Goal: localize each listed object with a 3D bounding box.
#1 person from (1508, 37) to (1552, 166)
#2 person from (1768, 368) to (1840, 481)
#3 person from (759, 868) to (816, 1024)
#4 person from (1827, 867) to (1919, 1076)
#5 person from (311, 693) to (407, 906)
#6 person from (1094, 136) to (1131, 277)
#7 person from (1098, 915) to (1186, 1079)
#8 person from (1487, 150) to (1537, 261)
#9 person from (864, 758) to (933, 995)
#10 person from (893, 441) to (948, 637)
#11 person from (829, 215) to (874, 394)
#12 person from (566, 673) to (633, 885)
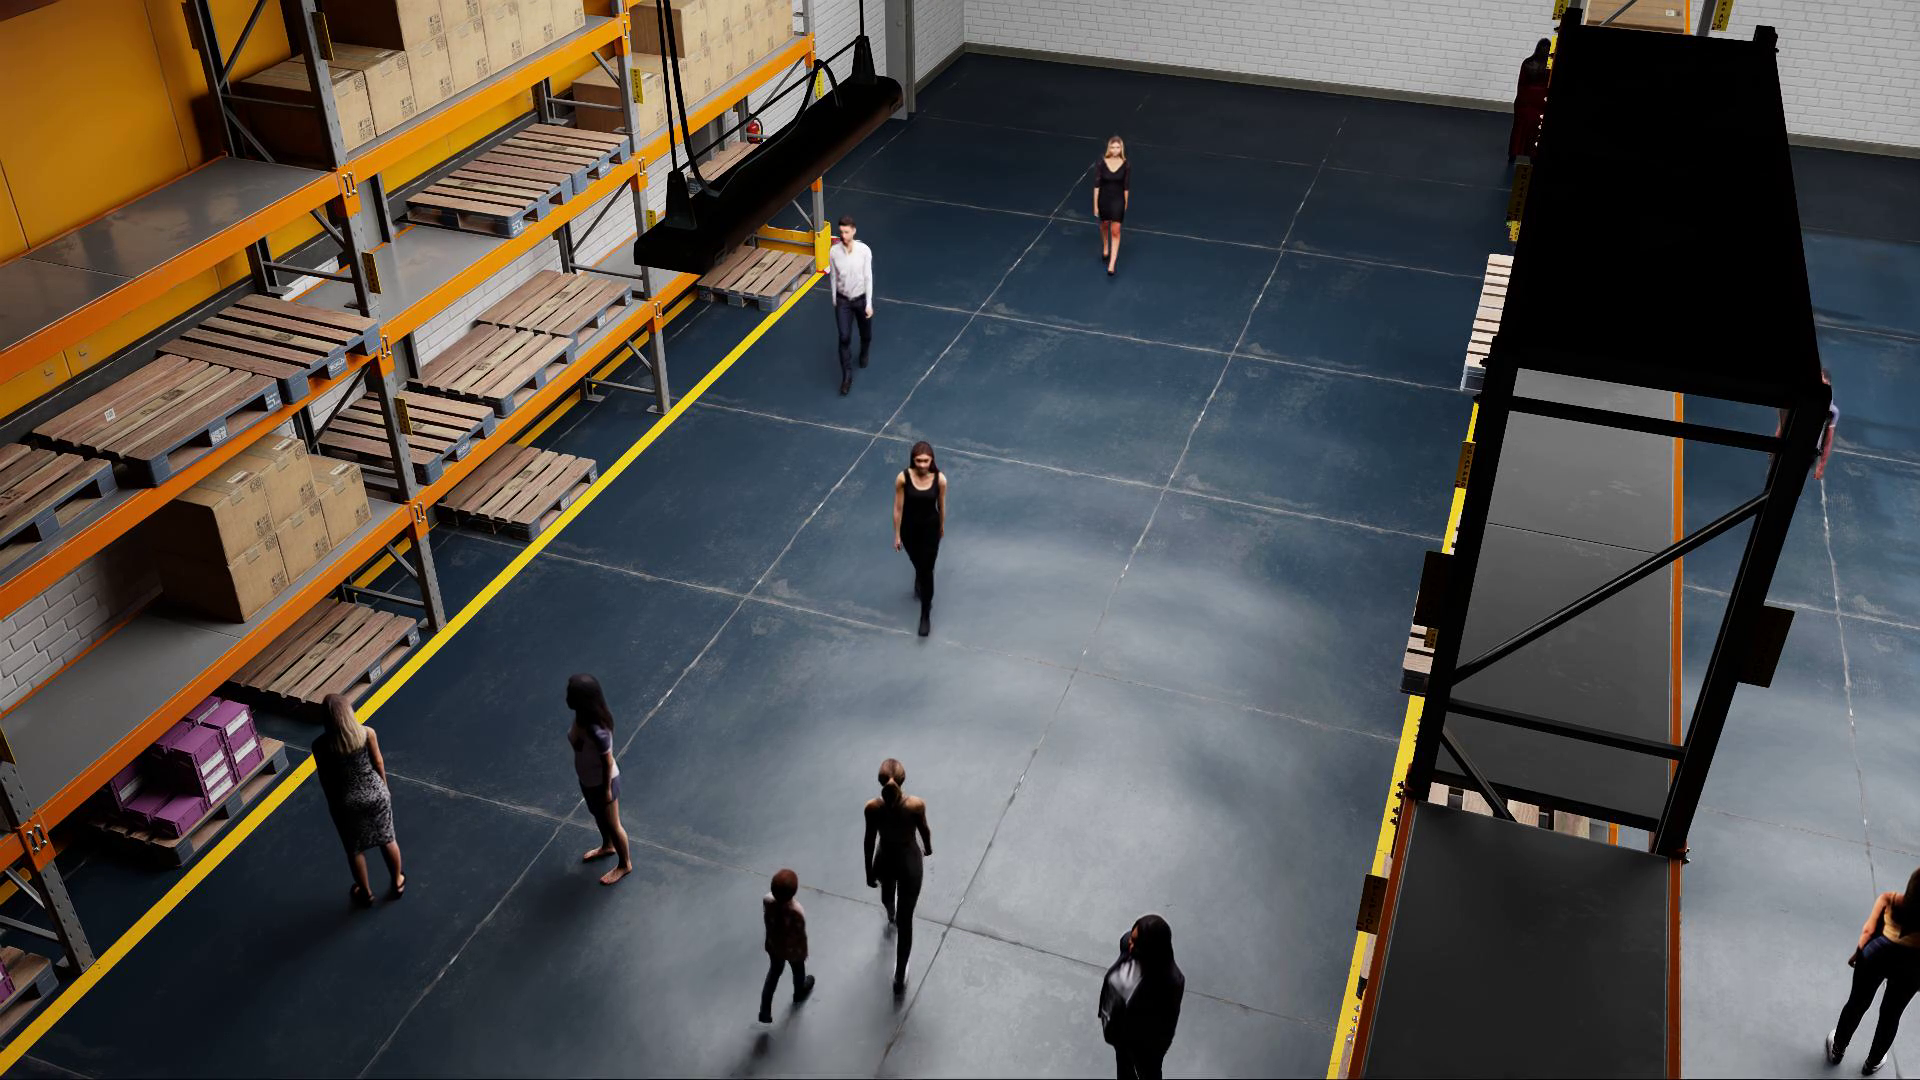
[{"bbox_3d":[7.825,-5.971,22.676,0.648,1.759,0.577,11,35,16],"label":"person"},{"bbox_3d":[7.519,-0.760,14.910,0.711,1.677,1.205,16,37,22],"label":"person"},{"bbox_3d":[-1.121,2.535,10.396,0.501,1.185,0.773,15,36,21],"label":"person"},{"bbox_3d":[5.580,2.554,9.969,0.614,1.627,0.568,19,38,26],"label":"person"},{"bbox_3d":[-4.024,1.743,11.123,0.627,1.700,0.691,-15,37,-22],"label":"person"},{"bbox_3d":[1.798,-4.028,19.875,0.730,1.623,1.141,4,34,6],"label":"person"},{"bbox_3d":[1.052,2.785,9.651,0.828,1.595,0.786,-21,39,-29],"label":"person"},{"bbox_3d":[6.715,-3.700,19.275,1.099,1.740,1.014,-27,42,-34],"label":"person"},{"bbox_3d":[-0.390,2.153,10.544,0.784,1.658,1.150,2,34,3],"label":"person"},{"bbox_3d":[-0.343,-0.121,13.977,0.819,1.645,1.210,2,34,2],"label":"person"},{"bbox_3d":[-1.097,-2.549,17.445,0.846,1.850,1.218,2,34,3],"label":"person"},{"bbox_3d":[-2.472,1.602,11.330,0.704,1.706,0.675,-20,39,-27],"label":"person"}]
